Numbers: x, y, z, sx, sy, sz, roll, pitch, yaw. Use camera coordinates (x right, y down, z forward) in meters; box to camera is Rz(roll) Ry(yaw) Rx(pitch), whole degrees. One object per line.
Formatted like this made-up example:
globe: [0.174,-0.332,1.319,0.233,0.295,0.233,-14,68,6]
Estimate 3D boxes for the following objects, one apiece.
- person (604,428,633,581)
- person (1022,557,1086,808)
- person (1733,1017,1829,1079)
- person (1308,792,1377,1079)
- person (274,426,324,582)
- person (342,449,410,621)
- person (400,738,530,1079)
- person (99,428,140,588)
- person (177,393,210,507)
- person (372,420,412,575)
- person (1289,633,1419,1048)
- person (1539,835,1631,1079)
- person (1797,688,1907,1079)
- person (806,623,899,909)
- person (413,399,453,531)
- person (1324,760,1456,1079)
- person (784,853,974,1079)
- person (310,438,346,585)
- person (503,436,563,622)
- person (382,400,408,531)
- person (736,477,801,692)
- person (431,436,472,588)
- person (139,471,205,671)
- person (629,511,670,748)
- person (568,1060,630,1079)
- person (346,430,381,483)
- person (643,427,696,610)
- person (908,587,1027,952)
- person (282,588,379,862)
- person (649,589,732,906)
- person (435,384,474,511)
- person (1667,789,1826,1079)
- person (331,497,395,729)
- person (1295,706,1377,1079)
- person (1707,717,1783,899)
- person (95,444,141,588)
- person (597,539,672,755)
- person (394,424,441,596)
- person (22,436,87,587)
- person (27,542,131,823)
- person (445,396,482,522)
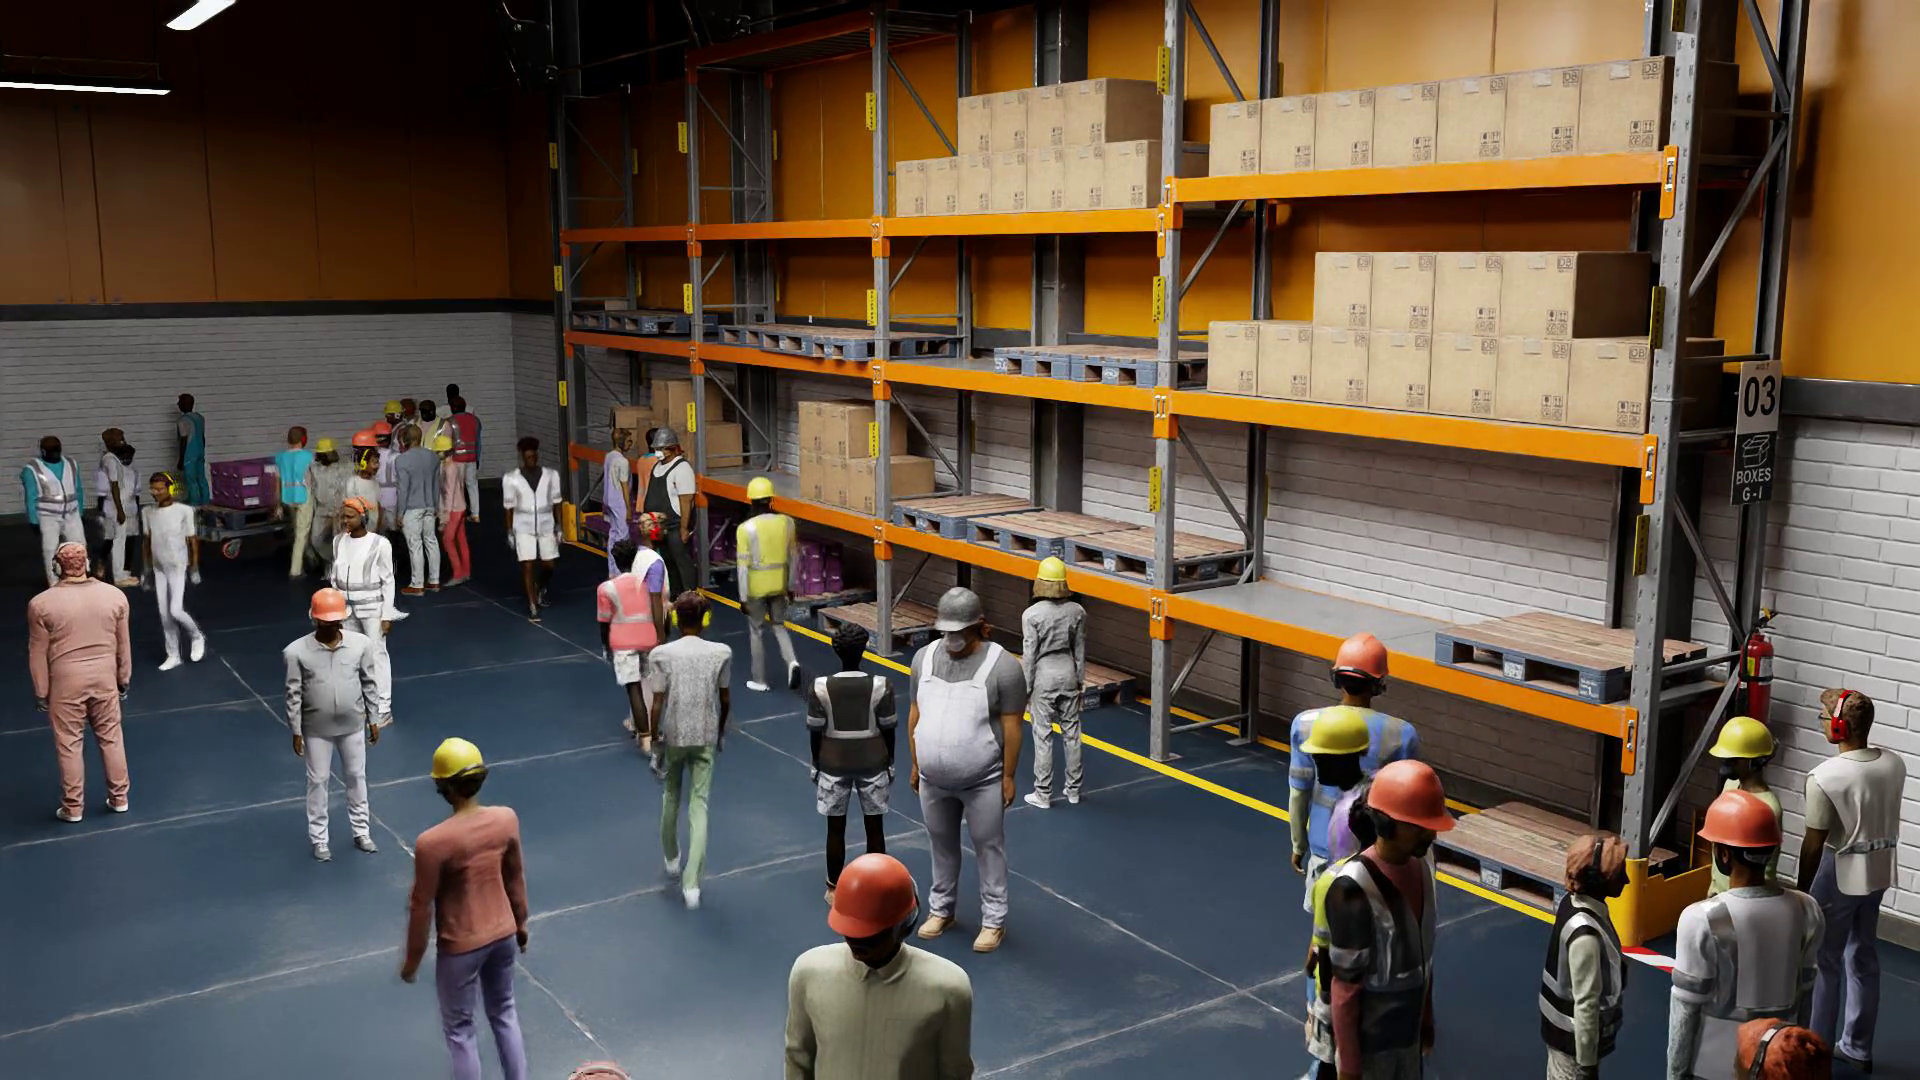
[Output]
person: [-3.947,-0.389,19.319,0.355,1.834,0.524,-7,12,-36]
person: [0.636,0.982,11.528,0.490,1.743,0.324,-4,11,-24]
person: [2.090,2.146,4.304,0.579,1.879,0.347,-4,10,-21]
person: [1.637,1.824,6.750,0.537,1.693,0.319,-6,11,-30]
person: [-7.748,-0.448,19.745,0.581,1.798,0.919,3,10,18]
person: [-6.246,-0.058,17.481,0.989,1.802,0.552,3,10,15]
person: [-2.103,1.719,7.170,0.407,1.746,0.573,7,12,34]
person: [-9.713,-0.374,19.187,0.333,1.844,0.515,-6,11,-31]
person: [-11.090,-1.194,23.999,0.344,1.847,0.504,2,10,14]
person: [-6.767,-0.464,19.578,0.561,1.902,0.822,4,10,21]
person: [1.869,1.446,7.922,0.608,2.044,0.378,4,10,23]
person: [2.371,1.915,6.358,0.310,1.638,0.523,3,10,16]
person: [4.080,1.595,7.662,0.559,1.836,0.394,-4,11,-23]
person: [-0.621,1.321,9.686,0.532,1.693,0.319,0,10,-2]
person: [-7.348,-1.030,23.070,0.621,1.838,0.429,1,10,5]
person: [1.564,1.774,6.045,0.411,2.032,0.611,9,13,44]
person: [-0.265,1.930,5.244,0.609,1.988,0.392,1,10,7]
person: [-7.302,-0.327,19.268,0.485,1.731,0.366,2,10,11]
person: [-4.488,-0.139,17.497,0.606,1.953,0.584,-4,10,-22]
person: [-7.802,-1.034,23.121,0.403,1.826,0.591,-6,11,-31]
person: [-1.661,0.406,14.405,0.600,1.914,0.617,-7,12,-35]
person: [-5.890,-0.330,19.217,0.424,1.750,0.523,-3,10,-16]
person: [-7.292,0.282,15.329,0.524,1.856,0.425,2,10,9]
person: [-2.448,0.696,12.945,0.394,1.838,0.565,-6,11,-30]
person: [-0.889,2.214,3.935,0.694,1.868,0.809,-2,10,-11]
person: [-6.485,-0.240,18.163,0.389,1.930,0.544,-7,12,-36]
person: [-3.080,-0.203,17.609,0.536,2.000,0.701,-7,12,-34]
person: [-0.002,1.237,9.157,0.684,2.000,0.535,4,11,25]
person: [-3.952,1.155,10.511,0.566,1.744,0.350,-6,11,-33]
person: [-1.608,1.203,10.011,0.483,1.820,0.936,-1,10,-8]
person: [-7.519,-1.370,24.822,0.590,1.919,0.394,-7,12,-35]
person: [2.761,1.839,5.962,0.543,1.929,0.386,-2,10,-9]
person: [-4.832,0.587,13.439,0.574,1.883,0.355,3,10,19]
person: [1.675,1.643,7.211,0.756,1.888,0.594,2,10,12]
person: [3.522,1.655,7.542,0.339,1.761,0.530,1,10,8]
person: [-9.766,-0.294,19.222,0.594,1.666,0.575,7,12,35]
person: [-2.499,0.812,12.854,0.586,1.628,0.906,-6,11,-30]
person: [-6.109,-0.343,18.731,0.361,1.937,0.635,5,11,26]
person: [-10.026,-0.252,18.537,0.636,1.819,0.651,7,12,36]
person: [-5.949,0.953,11.259,0.400,1.900,0.636,8,13,40]
person: [-7.095,-1.134,23.683,0.430,1.836,0.641,7,12,35]
